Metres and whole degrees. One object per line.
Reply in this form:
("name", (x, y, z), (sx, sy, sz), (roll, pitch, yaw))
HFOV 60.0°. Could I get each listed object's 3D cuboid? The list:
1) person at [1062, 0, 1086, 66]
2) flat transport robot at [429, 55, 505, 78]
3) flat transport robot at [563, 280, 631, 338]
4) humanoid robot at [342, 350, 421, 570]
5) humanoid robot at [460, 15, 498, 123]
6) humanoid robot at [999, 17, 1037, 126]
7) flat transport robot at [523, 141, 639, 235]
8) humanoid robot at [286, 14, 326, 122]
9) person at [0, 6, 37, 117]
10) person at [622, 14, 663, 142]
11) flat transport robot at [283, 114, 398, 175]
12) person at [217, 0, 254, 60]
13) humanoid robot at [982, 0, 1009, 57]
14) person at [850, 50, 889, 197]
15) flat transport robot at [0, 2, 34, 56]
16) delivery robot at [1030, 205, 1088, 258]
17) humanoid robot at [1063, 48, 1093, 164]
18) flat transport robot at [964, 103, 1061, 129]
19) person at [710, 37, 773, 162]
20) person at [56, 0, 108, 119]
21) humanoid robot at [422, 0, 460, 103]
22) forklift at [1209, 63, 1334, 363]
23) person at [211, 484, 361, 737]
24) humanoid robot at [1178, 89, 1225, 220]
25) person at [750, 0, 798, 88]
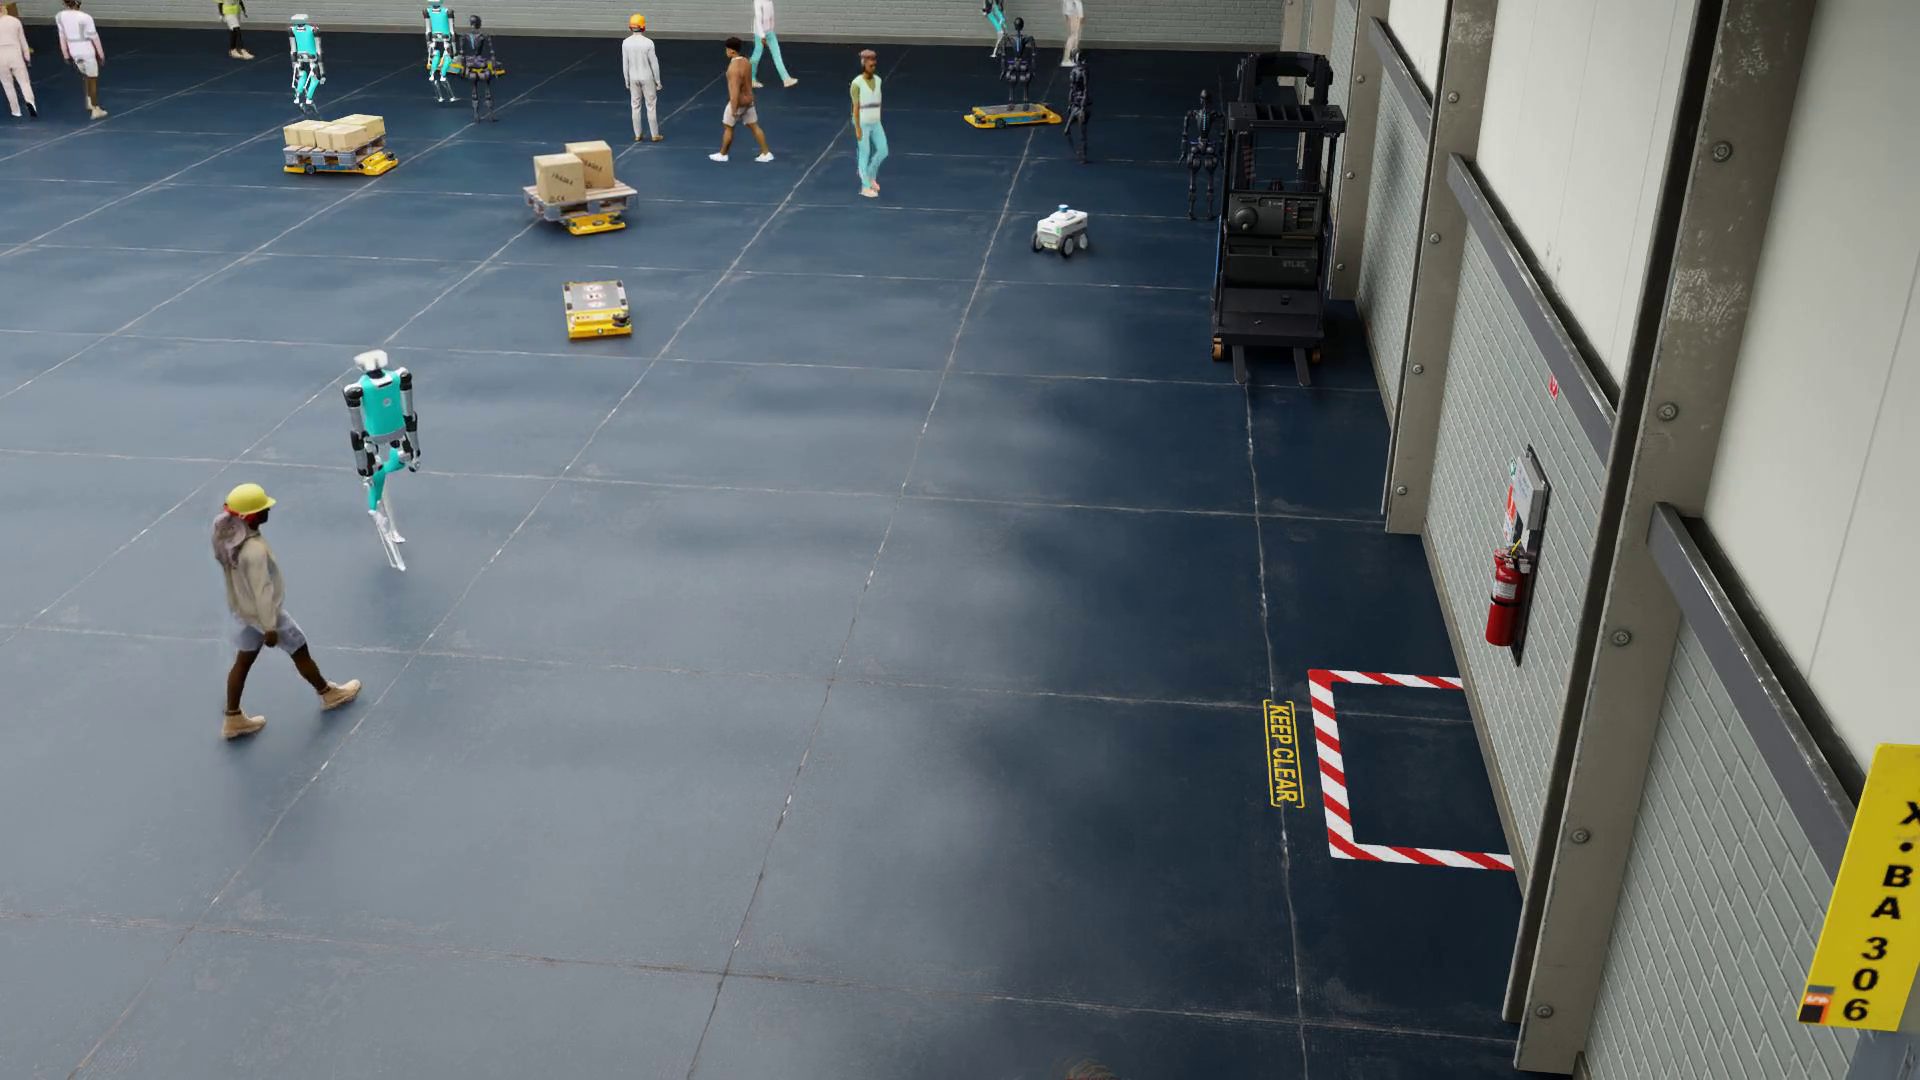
("person", (2.136, -9.722, 30.766), (0.530, 1.865, 0.544), (-9, 28, -17))
("flat transport robot", (-9.028, -8.657, 30.421), (1.431, 0.231, 0.659), (21, 33, 35))
("flat transport robot", (-3.987, -2.545, 18.220), (0.659, 0.231, 1.431), (-6, 27, -13))
("humanoid robot", (-4.505, -0.655, 12.830), (0.810, 1.801, 0.549), (23, 35, 38))
("humanoid robot", (-7.713, -7.517, 26.582), (0.609, 1.645, 0.423), (1, 27, 3))
("humanoid robot", (0.921, -7.434, 26.389), (0.599, 1.659, 0.315), (3, 27, 6))
("flat transport robot", (-4.923, -4.254, 21.632), (0.659, 0.231, 1.431), (-15, 30, -27))
("humanoid robot", (-10.212, -7.267, 25.854), (0.533, 1.681, 0.735), (3, 27, 6))
("person", (-15.335, -7.747, 26.791), (0.660, 1.884, 0.700), (-19, 32, -33))
("person", (-4.846, -7.035, 25.371), (0.562, 1.896, 0.355), (3, 27, 6))
("flat transport robot", (-8.950, -5.469, 24.056), (1.431, 0.231, 0.659), (3, 27, 6))
("person", (-13.661, -9.926, 31.384), (0.759, 1.666, 0.563), (8, 28, 16))
("humanoid robot", (0.739, -10.106, 31.670), (0.562, 1.781, 0.787), (-24, 35, -39))
("person", (-1.236, -5.610, 22.445), (0.494, 1.961, 0.479), (-21, 33, -35))
("flat transport robot", (-18.626, -9.385, 31.874), (1.431, 0.231, 0.659), (3, 27, 6))
("delivery robot", (1.252, -3.801, 20.405), (0.521, 0.592, 0.764), (17, 31, 31))
("humanoid robot", (1.743, -6.292, 24.135), (0.396, 1.647, 0.589), (-9, 28, -17))
("flat transport robot", (0.848, -6.824, 26.762), (1.431, 0.231, 0.659), (-8, 28, -16))
("person", (-3.191, -6.408, 24.219), (0.960, 1.806, 0.762), (10, 28, 20))
("person", (-14.129, -7.858, 26.873), (0.643, 2.017, 0.536), (4, 27, 8))
("humanoid robot", (-8.616, -8.058, 27.433), (0.533, 1.681, 0.735), (3, 27, 6))
("forklift", (3.241, -3.477, 17.183), (1.129, 2.768, 1.873), (3, 27, 6))
("person", (-4.470, 0.419, 10.686), (0.556, 1.712, 0.914), (24, 35, 39))
("humanoid robot", (3.131, -4.990, 21.512), (0.599, 1.657, 0.315), (3, 27, 6))
("person", (-3.341, -8.807, 28.946), (1.009, 1.859, 0.525), (14, 30, 26))
